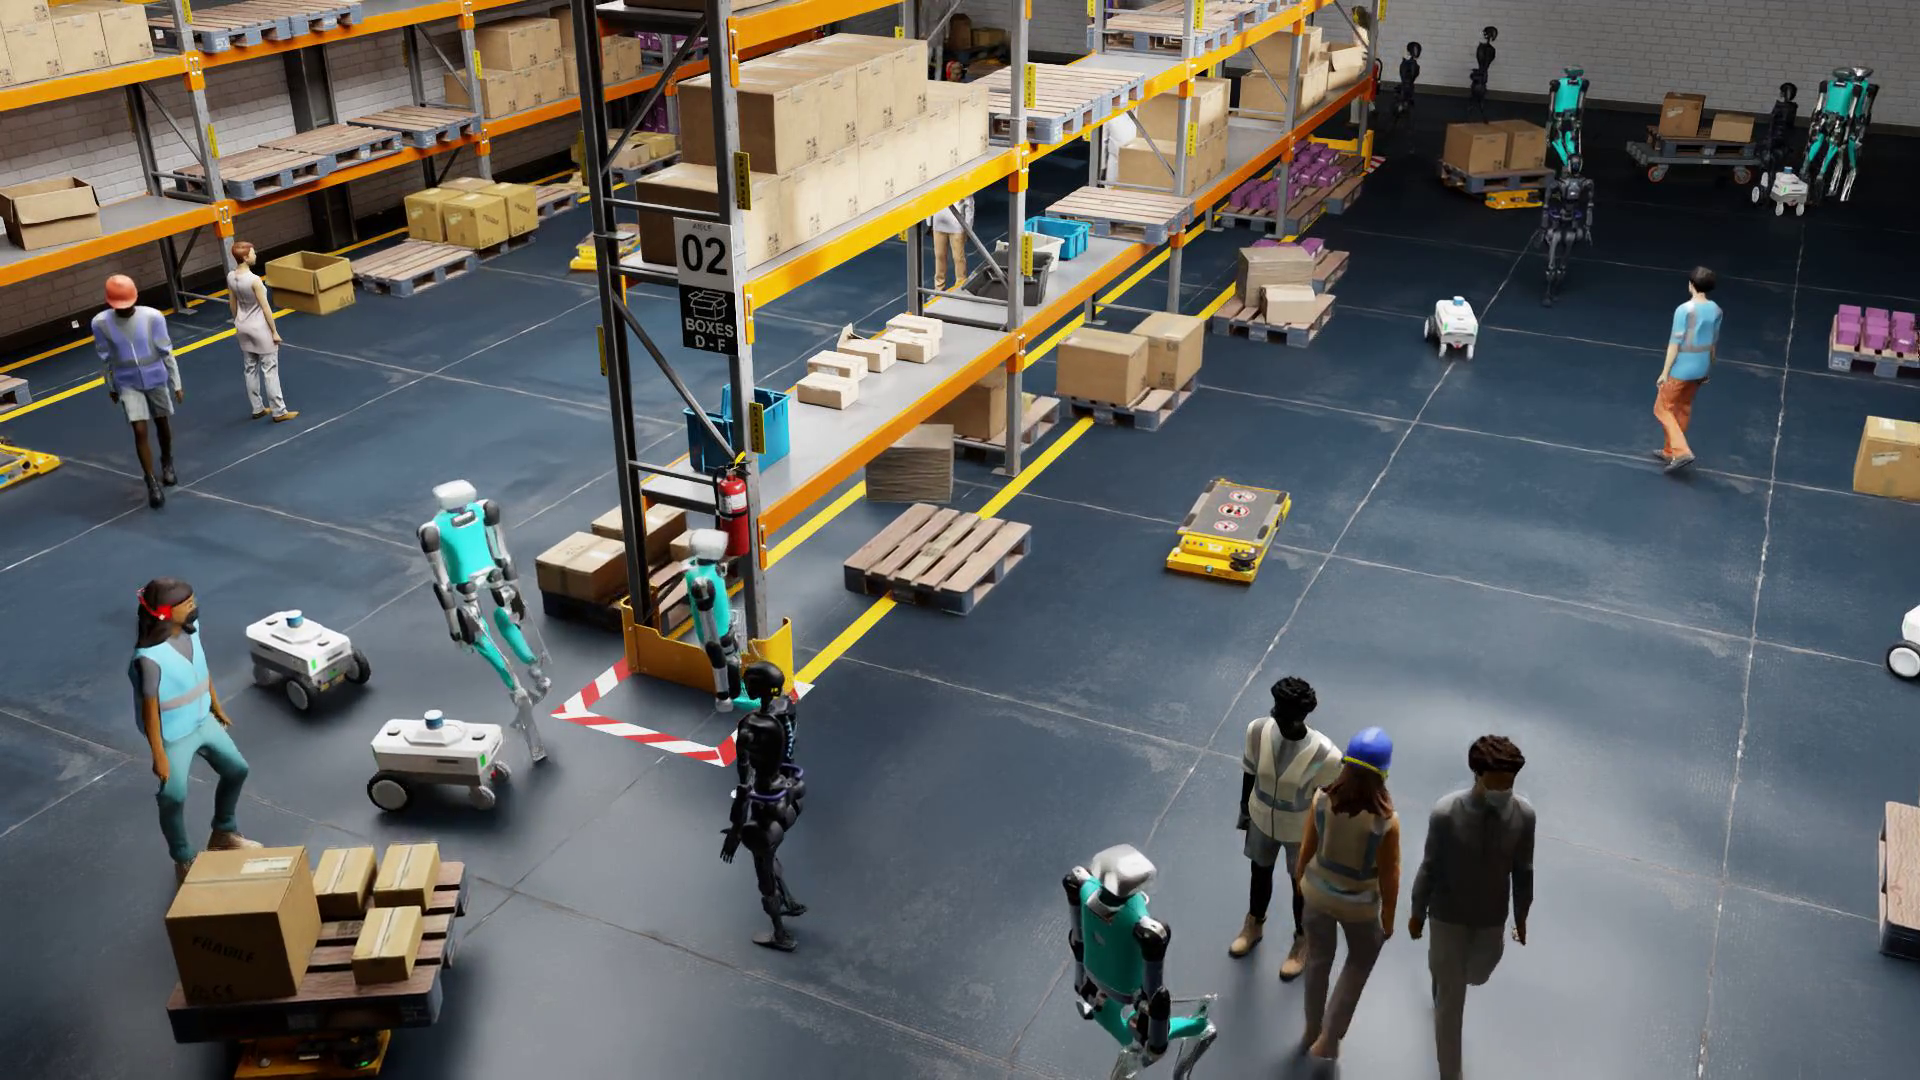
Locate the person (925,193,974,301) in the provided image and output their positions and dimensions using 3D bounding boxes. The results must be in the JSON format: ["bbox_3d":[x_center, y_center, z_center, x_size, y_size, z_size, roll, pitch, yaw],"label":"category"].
[{"bbox_3d":[-0.128,-3.419,18.010,0.573,1.749,0.332,13,29,24],"label":"person"}]

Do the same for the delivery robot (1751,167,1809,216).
[{"bbox_3d":[10.725,-4.561,21.690,0.499,0.614,0.791,0,26,0],"label":"delivery robot"}]

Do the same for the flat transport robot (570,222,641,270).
[{"bbox_3d":[-4.137,-3.523,19.895,0.659,0.231,1.431,2,26,5],"label":"flat transport robot"}]

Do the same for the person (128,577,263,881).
[{"bbox_3d":[-4.161,1.028,8.932,0.452,1.846,0.560,5,27,9],"label":"person"}]

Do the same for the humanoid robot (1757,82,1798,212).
[{"bbox_3d":[10.540,-5.075,21.454,0.602,1.642,0.364,-17,31,-31],"label":"humanoid robot"}]

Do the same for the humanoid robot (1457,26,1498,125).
[{"bbox_3d":[7.931,-6.989,25.361,0.791,1.623,0.610,4,27,7],"label":"humanoid robot"}]

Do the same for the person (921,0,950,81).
[{"bbox_3d":[-0.436,-8.755,28.733,0.547,1.806,0.421,-6,27,-12],"label":"person"}]

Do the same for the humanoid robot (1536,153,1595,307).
[{"bbox_3d":[6.558,-3.350,17.968,0.593,1.645,0.571,0,26,0],"label":"humanoid robot"}]

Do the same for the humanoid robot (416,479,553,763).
[{"bbox_3d":[-2.749,0.549,10.044,0.900,1.759,0.566,23,34,38],"label":"humanoid robot"}]

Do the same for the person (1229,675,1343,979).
[{"bbox_3d":[1.620,1.416,8.315,0.533,1.691,0.319,19,32,33],"label":"person"}]

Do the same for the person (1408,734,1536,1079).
[{"bbox_3d":[2.336,1.654,7.642,0.549,1.866,0.873,-1,26,-2],"label":"person"}]

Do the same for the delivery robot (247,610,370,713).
[{"bbox_3d":[-4.317,0.753,10.936,0.779,0.597,0.499,16,30,28],"label":"delivery robot"}]

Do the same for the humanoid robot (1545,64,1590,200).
[{"bbox_3d":[7.979,-5.246,21.741,0.539,1.814,0.725,-5,27,-10],"label":"humanoid robot"}]

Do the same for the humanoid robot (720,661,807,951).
[{"bbox_3d":[-0.991,1.358,8.447,0.337,1.653,0.586,11,28,20],"label":"humanoid robot"}]

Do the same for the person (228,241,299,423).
[{"bbox_3d":[-6.336,-1.873,14.991,0.458,1.657,0.270,11,28,21],"label":"person"}]

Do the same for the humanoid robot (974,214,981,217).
[{"bbox_3d":[0.000,-4.798,20.945,0.768,1.615,0.616,-21,33,-36],"label":"humanoid robot"}]

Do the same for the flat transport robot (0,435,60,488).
[{"bbox_3d":[-8.287,-0.480,13.749,0.659,0.231,1.431,10,28,20],"label":"flat transport robot"}]

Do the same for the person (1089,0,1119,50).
[{"bbox_3d":[2.520,-9.039,29.168,0.545,1.925,0.421,15,30,28],"label":"person"}]

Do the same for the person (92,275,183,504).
[{"bbox_3d":[-6.629,-1.258,13.498,0.550,1.894,0.665,-14,29,-25],"label":"person"}]

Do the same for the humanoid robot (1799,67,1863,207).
[{"bbox_3d":[11.223,-5.164,21.657,0.772,1.858,0.544,-23,35,-39],"label":"humanoid robot"}]

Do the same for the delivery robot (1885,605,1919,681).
[{"bbox_3d":[6.598,0.719,11.024,0.525,0.614,0.785,-20,33,-34],"label":"delivery robot"}]

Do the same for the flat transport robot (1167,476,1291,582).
[{"bbox_3d":[2.120,-0.098,12.977,0.659,0.231,1.431,10,28,19],"label":"flat transport robot"}]

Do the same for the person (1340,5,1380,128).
[{"bbox_3d":[6.234,-7.335,25.819,0.547,1.854,0.567,12,29,22],"label":"person"}]

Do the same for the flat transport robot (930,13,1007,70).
[{"bbox_3d":[0.131,-8.734,30.420,1.431,0.231,0.659,21,33,36],"label":"flat transport robot"}]

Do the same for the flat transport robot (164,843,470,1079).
[{"bbox_3d":[-3.140,2.162,8.411,0.659,0.231,1.431,-3,26,-5],"label":"flat transport robot"}]

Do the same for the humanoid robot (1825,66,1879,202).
[{"bbox_3d":[11.791,-5.358,21.958,0.671,1.800,0.555,-18,32,-32],"label":"humanoid robot"}]

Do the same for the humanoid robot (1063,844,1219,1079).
[{"bbox_3d":[0.849,1.953,7.202,0.968,1.745,0.551,-21,33,-36],"label":"humanoid robot"}]

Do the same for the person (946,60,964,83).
[{"bbox_3d":[-0.131,-5.357,21.831,0.388,1.837,0.563,9,28,18],"label":"person"}]

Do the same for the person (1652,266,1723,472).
[{"bbox_3d":[6.134,-1.407,13.962,0.550,1.746,0.542,-10,28,-19],"label":"person"}]

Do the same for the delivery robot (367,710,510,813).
[{"bbox_3d":[-3.100,1.288,9.861,0.798,0.601,0.499,2,26,5],"label":"delivery robot"}]

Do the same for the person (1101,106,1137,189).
[{"bbox_3d":[1.998,-4.557,20.143,0.641,1.905,0.402,-5,27,-10],"label":"person"}]

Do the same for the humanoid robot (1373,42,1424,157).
[{"bbox_3d":[6.457,-6.396,24.142,0.659,1.633,0.601,13,29,25],"label":"humanoid robot"}]

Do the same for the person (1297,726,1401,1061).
[{"bbox_3d":[1.781,1.665,7.733,0.504,1.751,0.462,17,31,30],"label":"person"}]

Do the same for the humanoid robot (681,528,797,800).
[{"bbox_3d":[-1.211,0.771,9.621,0.689,1.830,0.533,-3,27,-7],"label":"humanoid robot"}]

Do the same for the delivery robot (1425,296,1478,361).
[{"bbox_3d":[5.013,-2.167,16.849,0.499,0.609,0.812,4,27,7],"label":"delivery robot"}]

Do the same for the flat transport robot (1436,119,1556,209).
[{"bbox_3d":[7.130,-4.700,22.271,0.659,0.231,1.431,-6,27,-12],"label":"flat transport robot"}]
